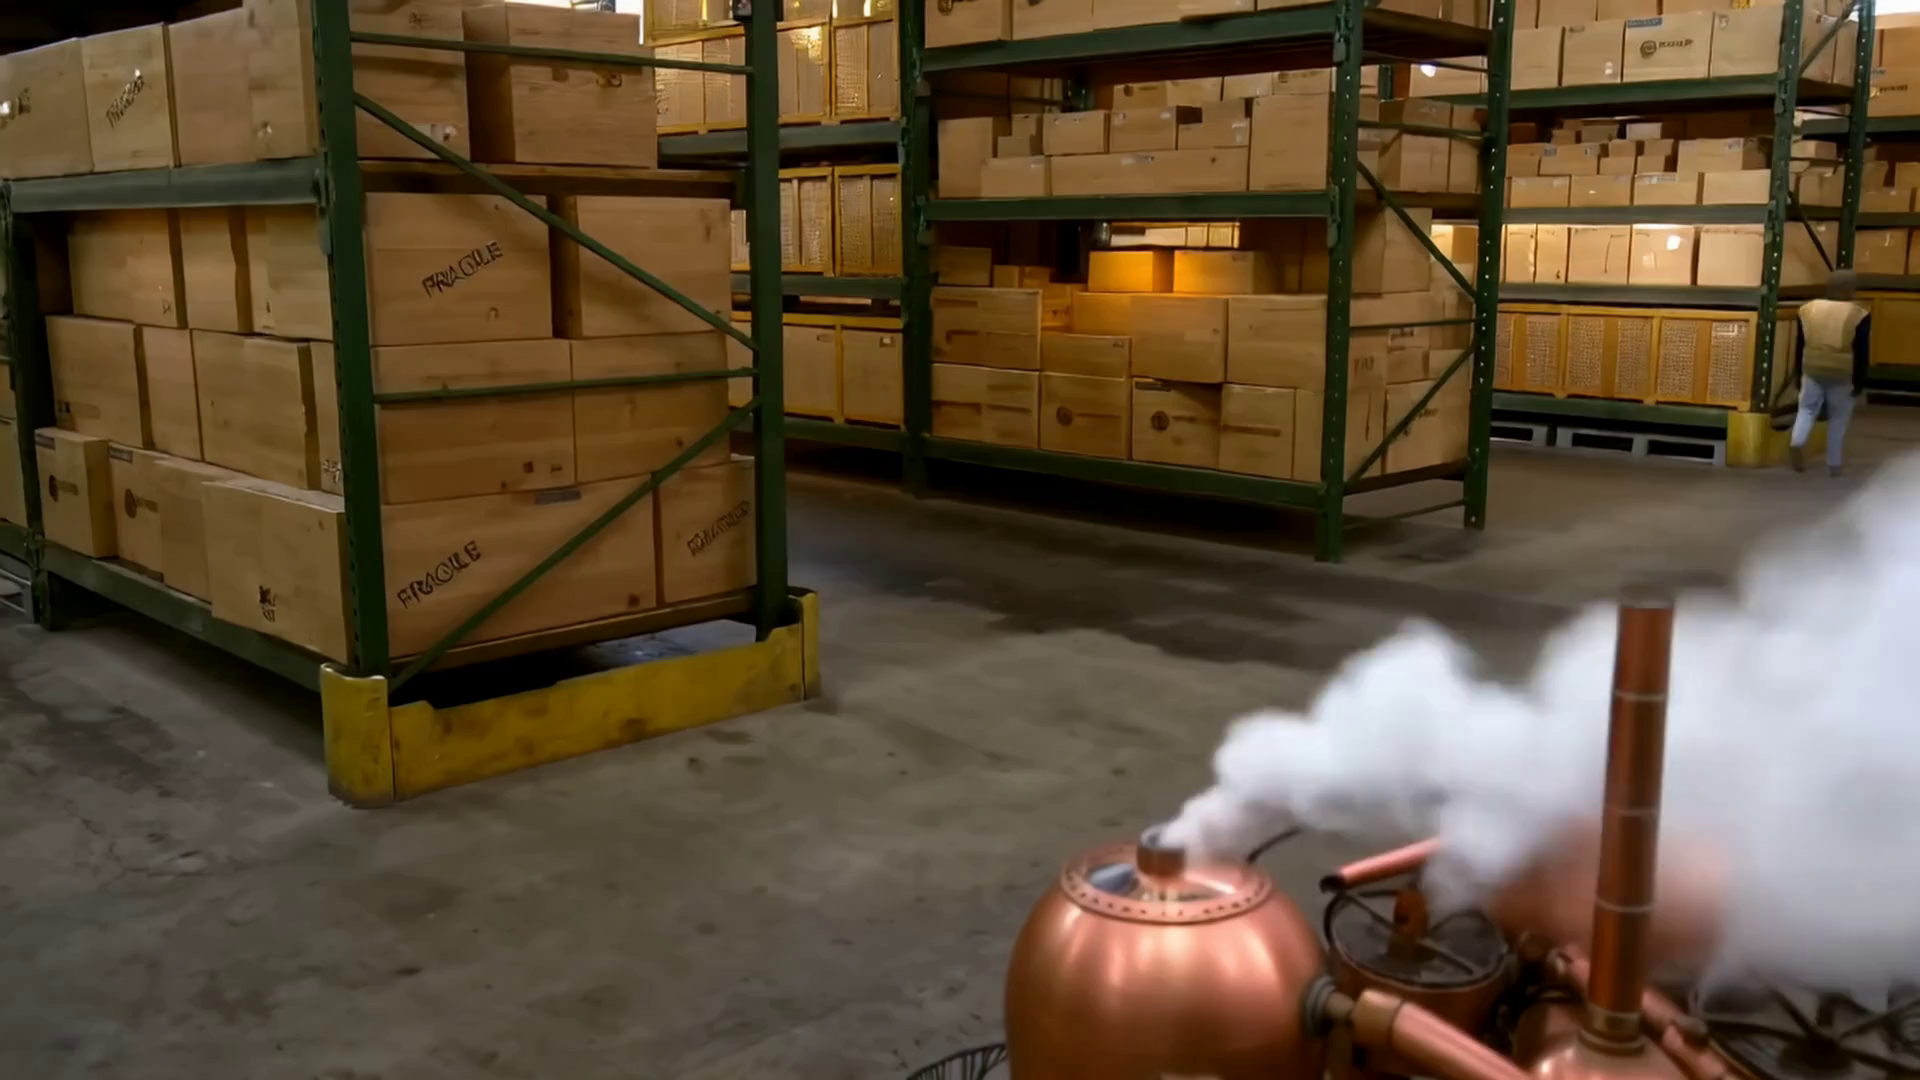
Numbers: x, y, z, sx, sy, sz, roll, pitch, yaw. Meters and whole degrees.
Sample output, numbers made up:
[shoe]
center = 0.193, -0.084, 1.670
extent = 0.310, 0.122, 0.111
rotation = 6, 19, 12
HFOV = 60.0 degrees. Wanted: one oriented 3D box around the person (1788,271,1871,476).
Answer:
[person]
center = 7.643, -1.452, 14.645
extent = 0.634, 1.826, 0.712
rotation = 10, 14, 42
